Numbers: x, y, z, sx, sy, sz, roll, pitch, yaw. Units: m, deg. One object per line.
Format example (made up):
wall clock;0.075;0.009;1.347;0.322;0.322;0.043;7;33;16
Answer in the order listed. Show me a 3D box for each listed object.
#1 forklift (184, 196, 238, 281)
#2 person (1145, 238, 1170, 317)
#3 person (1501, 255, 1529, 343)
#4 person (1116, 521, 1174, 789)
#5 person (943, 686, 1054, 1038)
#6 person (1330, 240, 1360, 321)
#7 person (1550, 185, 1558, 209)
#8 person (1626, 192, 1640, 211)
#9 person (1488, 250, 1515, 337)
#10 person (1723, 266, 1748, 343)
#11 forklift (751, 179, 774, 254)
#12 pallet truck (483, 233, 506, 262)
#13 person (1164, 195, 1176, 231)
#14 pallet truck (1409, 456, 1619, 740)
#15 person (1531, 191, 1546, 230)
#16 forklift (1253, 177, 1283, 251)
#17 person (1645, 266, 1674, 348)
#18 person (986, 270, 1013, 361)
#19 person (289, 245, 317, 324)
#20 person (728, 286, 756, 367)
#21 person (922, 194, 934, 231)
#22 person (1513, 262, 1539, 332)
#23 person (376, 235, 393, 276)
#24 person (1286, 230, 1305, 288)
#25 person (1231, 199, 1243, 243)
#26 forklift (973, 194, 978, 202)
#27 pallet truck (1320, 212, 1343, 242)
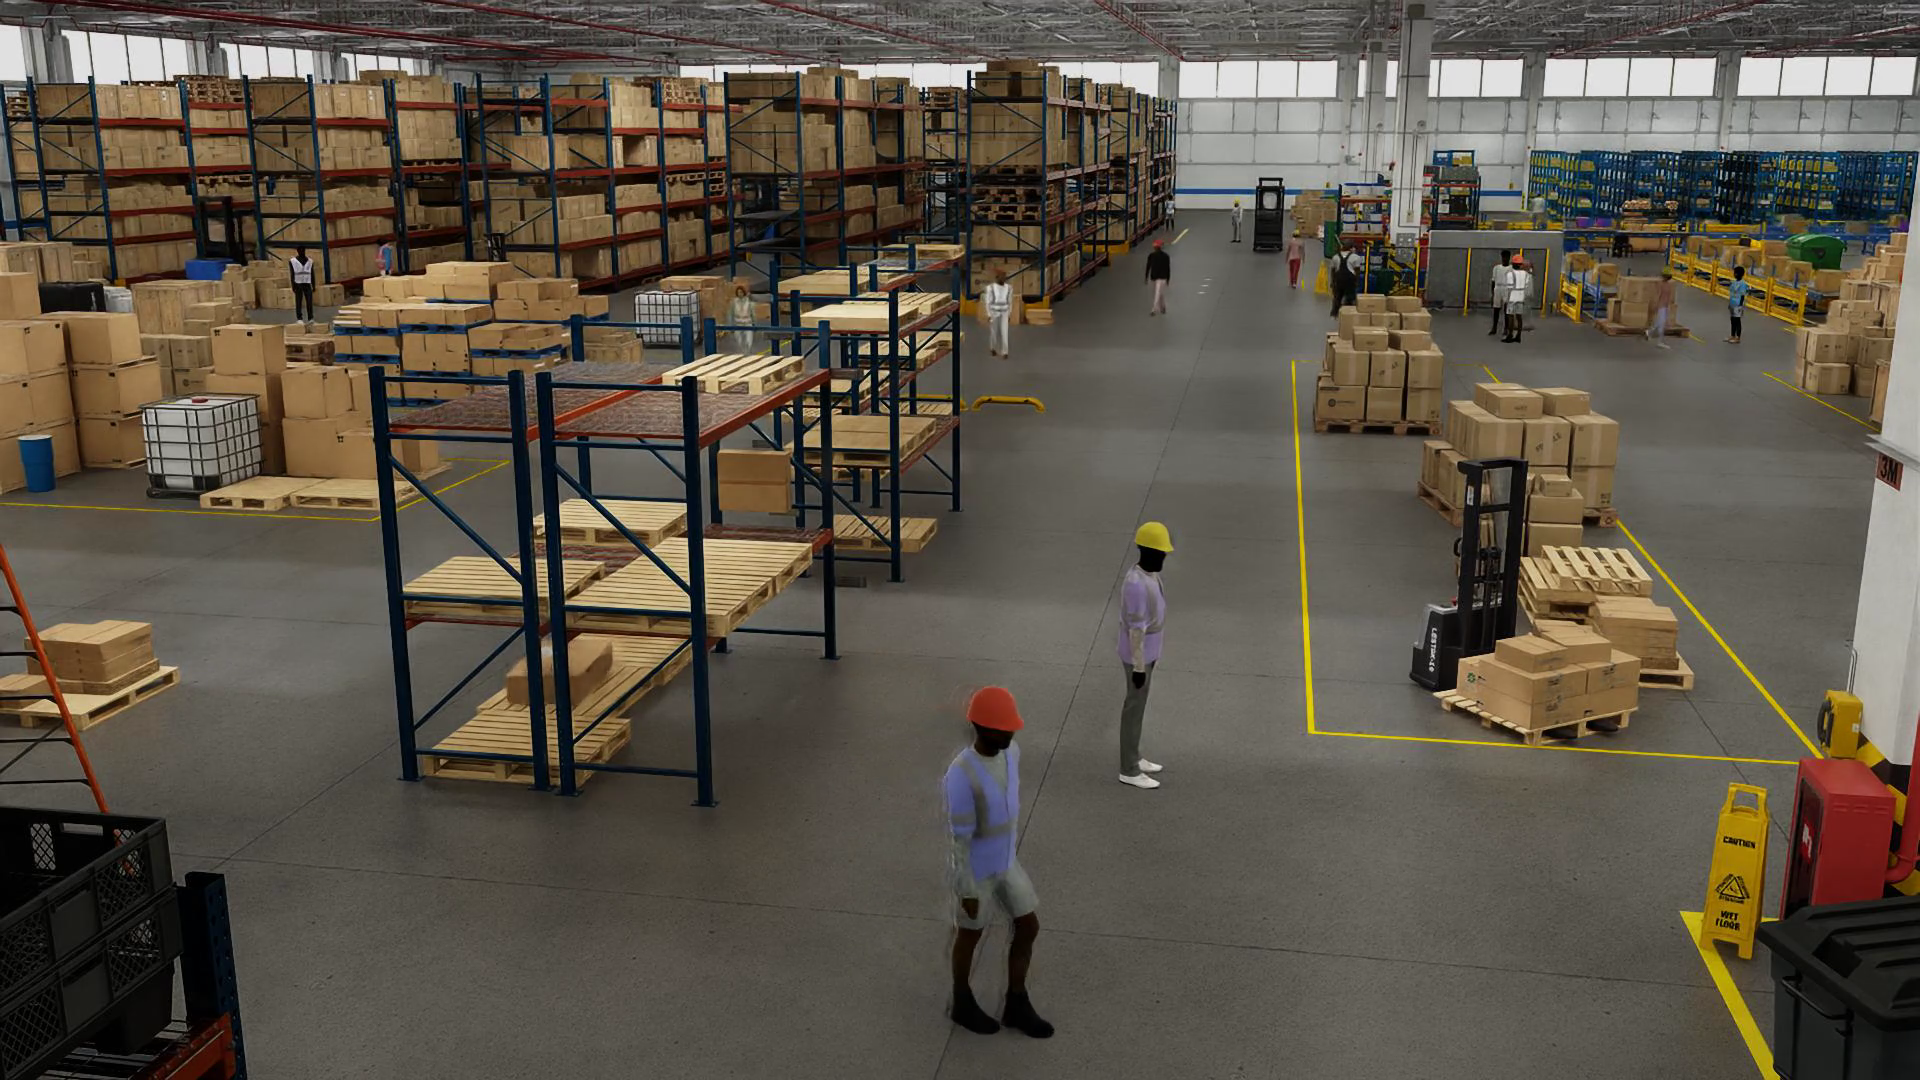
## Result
forklift;-20.821;-8.247;46.688;1.129;2.768;1.873;3;14;10
person;5.043;-6.666;42.165;0.621;1.969;0.908;11;17;37
person;12.267;-5.328;36.763;0.552;1.942;0.340;-6;15;-23
person;1.319;0.803;11.913;0.384;1.924;0.589;3;14;12
person;0.214;1.662;8.436;0.713;1.911;0.582;11;18;38
person;9.455;-6.391;40.881;0.723;2.000;0.535;6;15;22
person;31.445;-17.923;88.104;0.377;1.842;0.570;-2;14;-10
person;32.489;-15.987;80.308;0.613;1.812;0.415;4;15;17
person;12.392;-5.626;37.941;0.603;1.959;0.375;11;17;37
person;17.164;-5.195;36.752;0.319;1.693;0.535;0;14;-1
forklift;-7.207;-12.245;62.919;1.873;2.768;1.129;2;14;9
pallet truck;-11.832;-7.026;43.548;1.885;1.965;0.823;8;16;28
person;9.796;-15.254;77.563;0.536;1.699;0.322;1;14;3
pallet truck;4.504;0.400;13.395;0.823;1.965;1.885;-6;15;-23
person;26.538;-15.050;76.330;0.617;1.885;1.041;7;15;25
forklift;12.083;-12.747;64.956;1.129;2.768;1.873;3;14;10
person;15.197;-5.059;36.076;0.529;1.751;0.598;-11;17;-37
person;0.803;-4.645;34.230;0.575;1.842;0.985;-2;14;-10
person;-15.957;-6.205;40.406;0.589;1.910;0.393;-12;18;-40
person;-4.293;-4.181;32.787;0.537;1.608;0.718;-1;14;-4
person;-1.445;-14.820;75.525;0.586;1.836;0.404;-4;14;-14
person;13.264;-5.643;38.717;0.752;1.600;0.523;13;19;42
person;-15.709;-7.403;45.401;0.429;1.839;0.634;-8;16;-29
person;10.003;-8.382;49.615;0.536;1.725;0.889;4;14;17
person;11.603;-13.384;69.731;0.404;1.822;0.589;-7;16;-28
forklift;0.900;-10.460;55.671;1.129;2.768;1.873;3;14;10
pallet truck;15.874;-13.227;70.310;0.680;1.201;1.601;10;17;35
